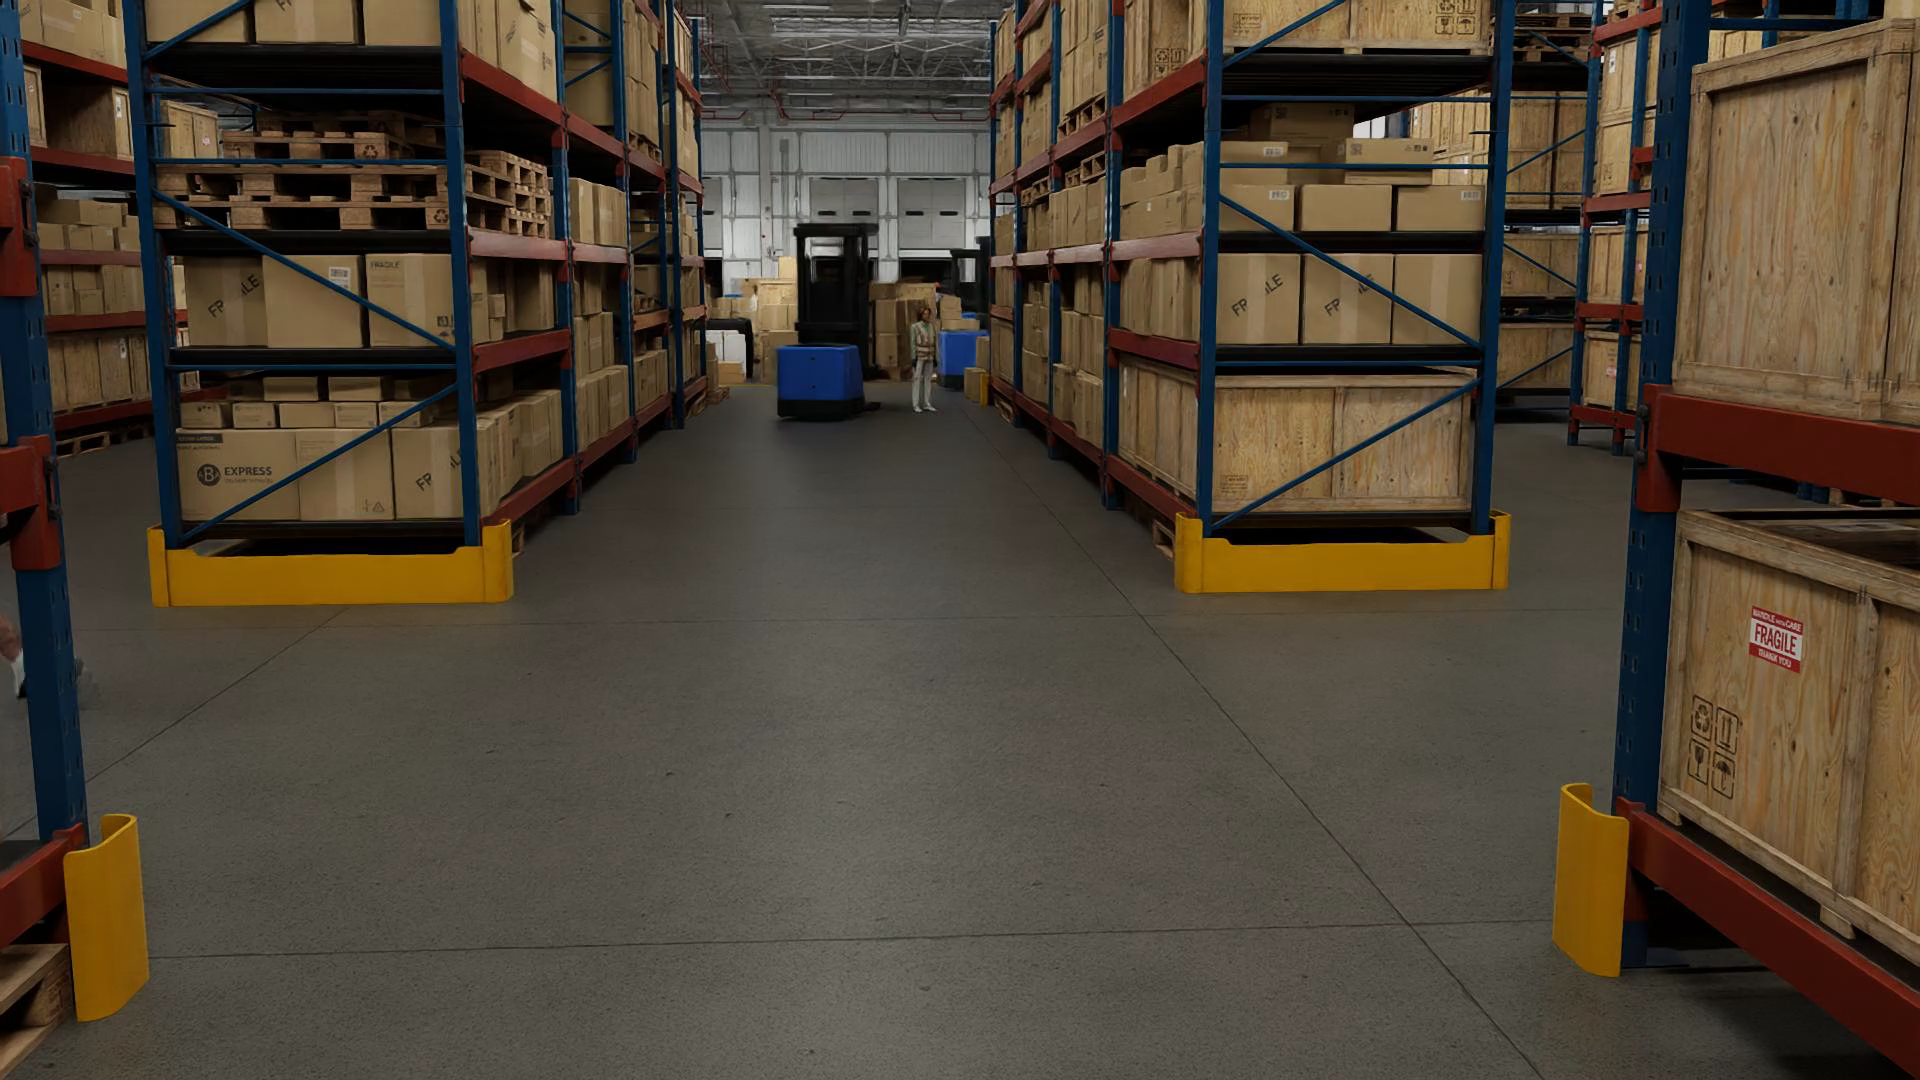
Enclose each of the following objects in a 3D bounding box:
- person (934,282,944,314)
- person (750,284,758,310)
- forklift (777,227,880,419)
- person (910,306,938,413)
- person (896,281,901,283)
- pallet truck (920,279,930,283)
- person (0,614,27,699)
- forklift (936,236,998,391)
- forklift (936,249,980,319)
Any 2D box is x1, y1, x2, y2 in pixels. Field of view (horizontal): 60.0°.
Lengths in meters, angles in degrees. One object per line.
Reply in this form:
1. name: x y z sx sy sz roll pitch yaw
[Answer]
1. person: -0.716 -6.792 49.996 0.557 1.924 0.495 -4 10 -24
2. person: -5.366 -5.724 43.361 0.980 1.905 0.644 1 9 4
3. forklift: -1.979 -3.260 24.800 1.129 2.768 1.873 2 9 12
4. person: -0.565 -2.796 25.772 0.513 1.641 0.307 -9 12 -43
5. person: -1.896 -7.156 52.242 0.634 1.932 0.365 0 9 2
6. pallet truck: -0.932 -8.922 63.114 1.885 1.965 0.823 2 9 13
7. person: -4.869 -0.075 7.934 0.715 1.886 0.649 0 9 -1
8. forklift: 0.558 -4.167 30.492 1.873 2.768 1.129 -2 9 -10
9. forklift: 0.202 -6.630 45.958 1.129 2.768 1.873 5 10 29
